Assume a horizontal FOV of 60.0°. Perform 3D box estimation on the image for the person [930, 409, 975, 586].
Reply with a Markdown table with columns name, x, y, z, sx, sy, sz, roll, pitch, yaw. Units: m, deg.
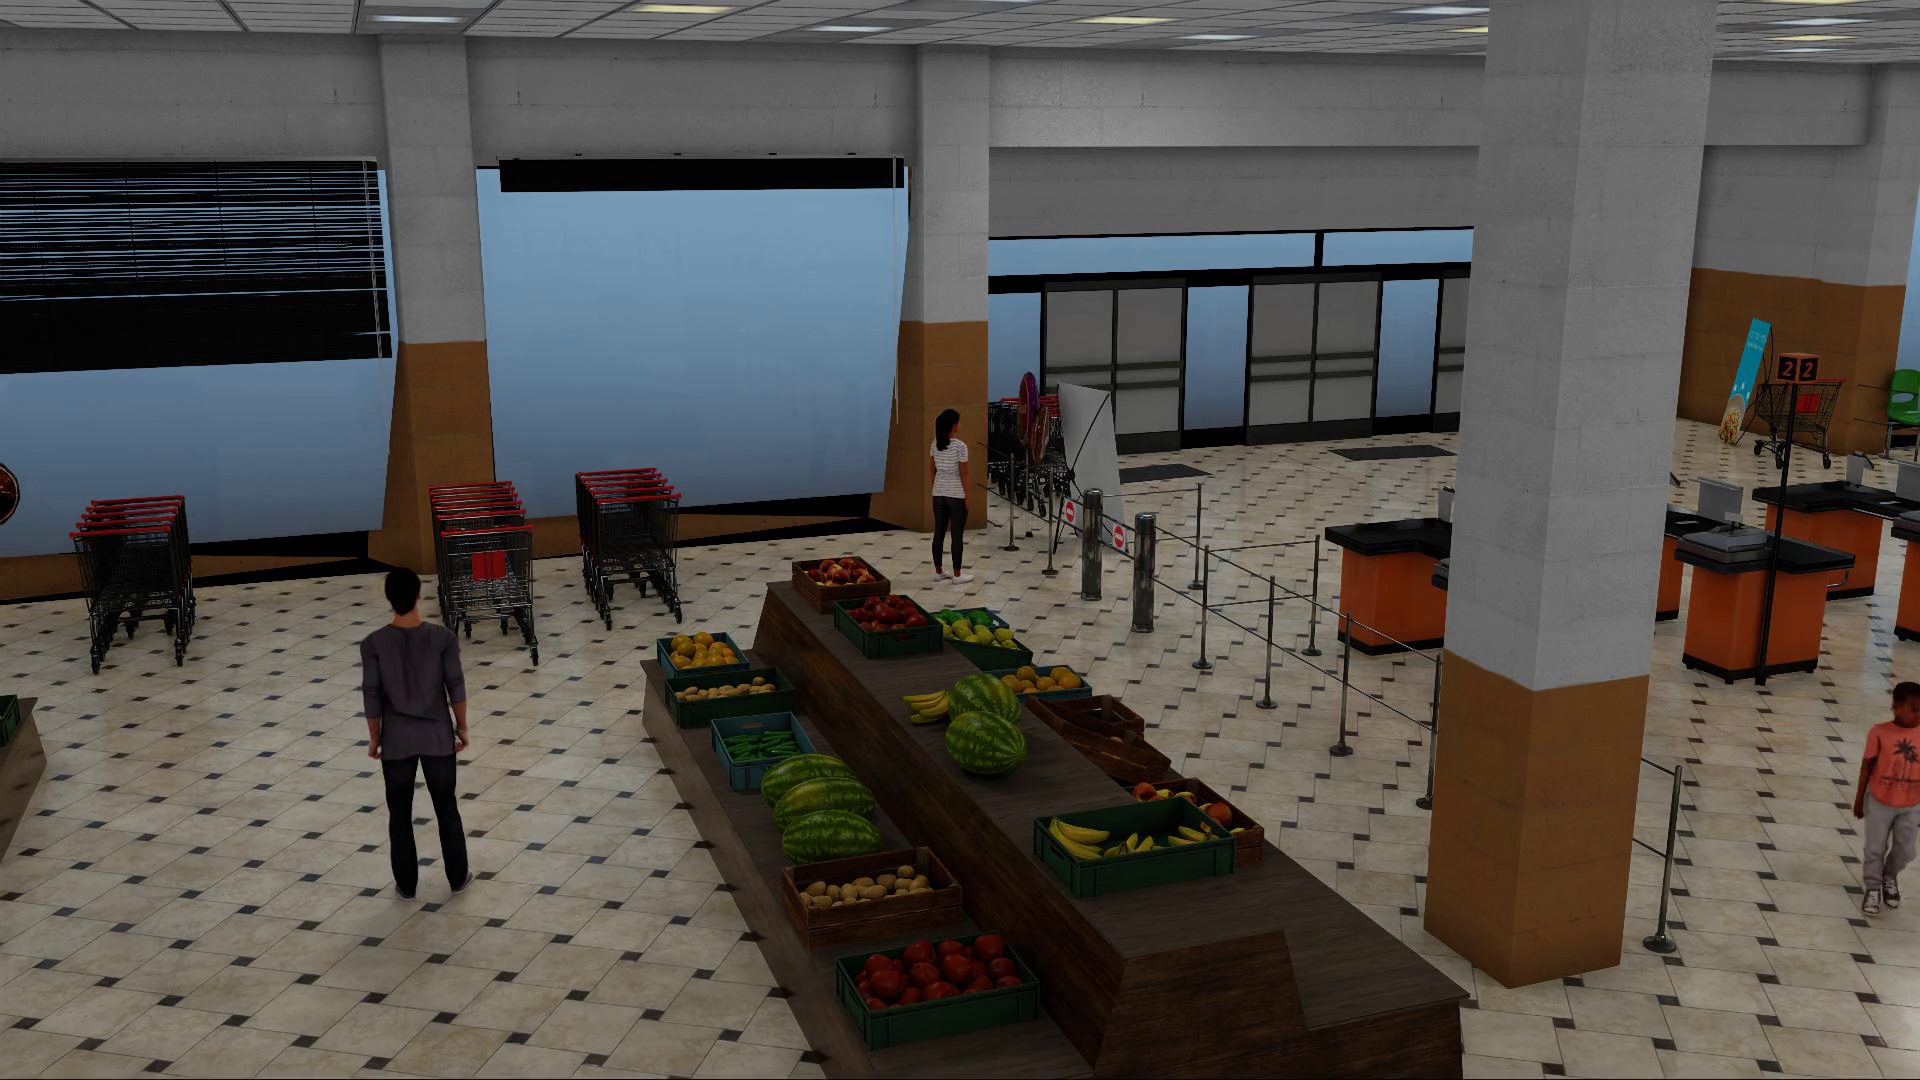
| name | x | y | z | sx | sy | sz | roll | pitch | yaw |
| --- | --- | --- | --- | --- | --- | --- | --- | --- | --- |
| person | -0.097 | -0.415 | 15.616 | 0.625 | 1.645 | 0.715 | 9 | 17 | 34 |

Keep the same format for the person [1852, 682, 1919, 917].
| name | x | y | z | sx | sy | sz | roll | pitch | yaw |
| --- | --- | --- | --- | --- | --- | --- | --- | --- | --- |
| person | 5.040 | 1.370 | 8.982 | 0.636 | 1.303 | 0.695 | 6 | 15 | 23 |

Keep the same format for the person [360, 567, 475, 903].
| name | x | y | z | sx | sy | sz | roll | pitch | yaw |
| --- | --- | --- | --- | --- | --- | --- | --- | --- | --- |
| person | -2.970 | 1.061 | 9.093 | 0.684 | 1.851 | 0.520 | -4 | 14 | -17 |
